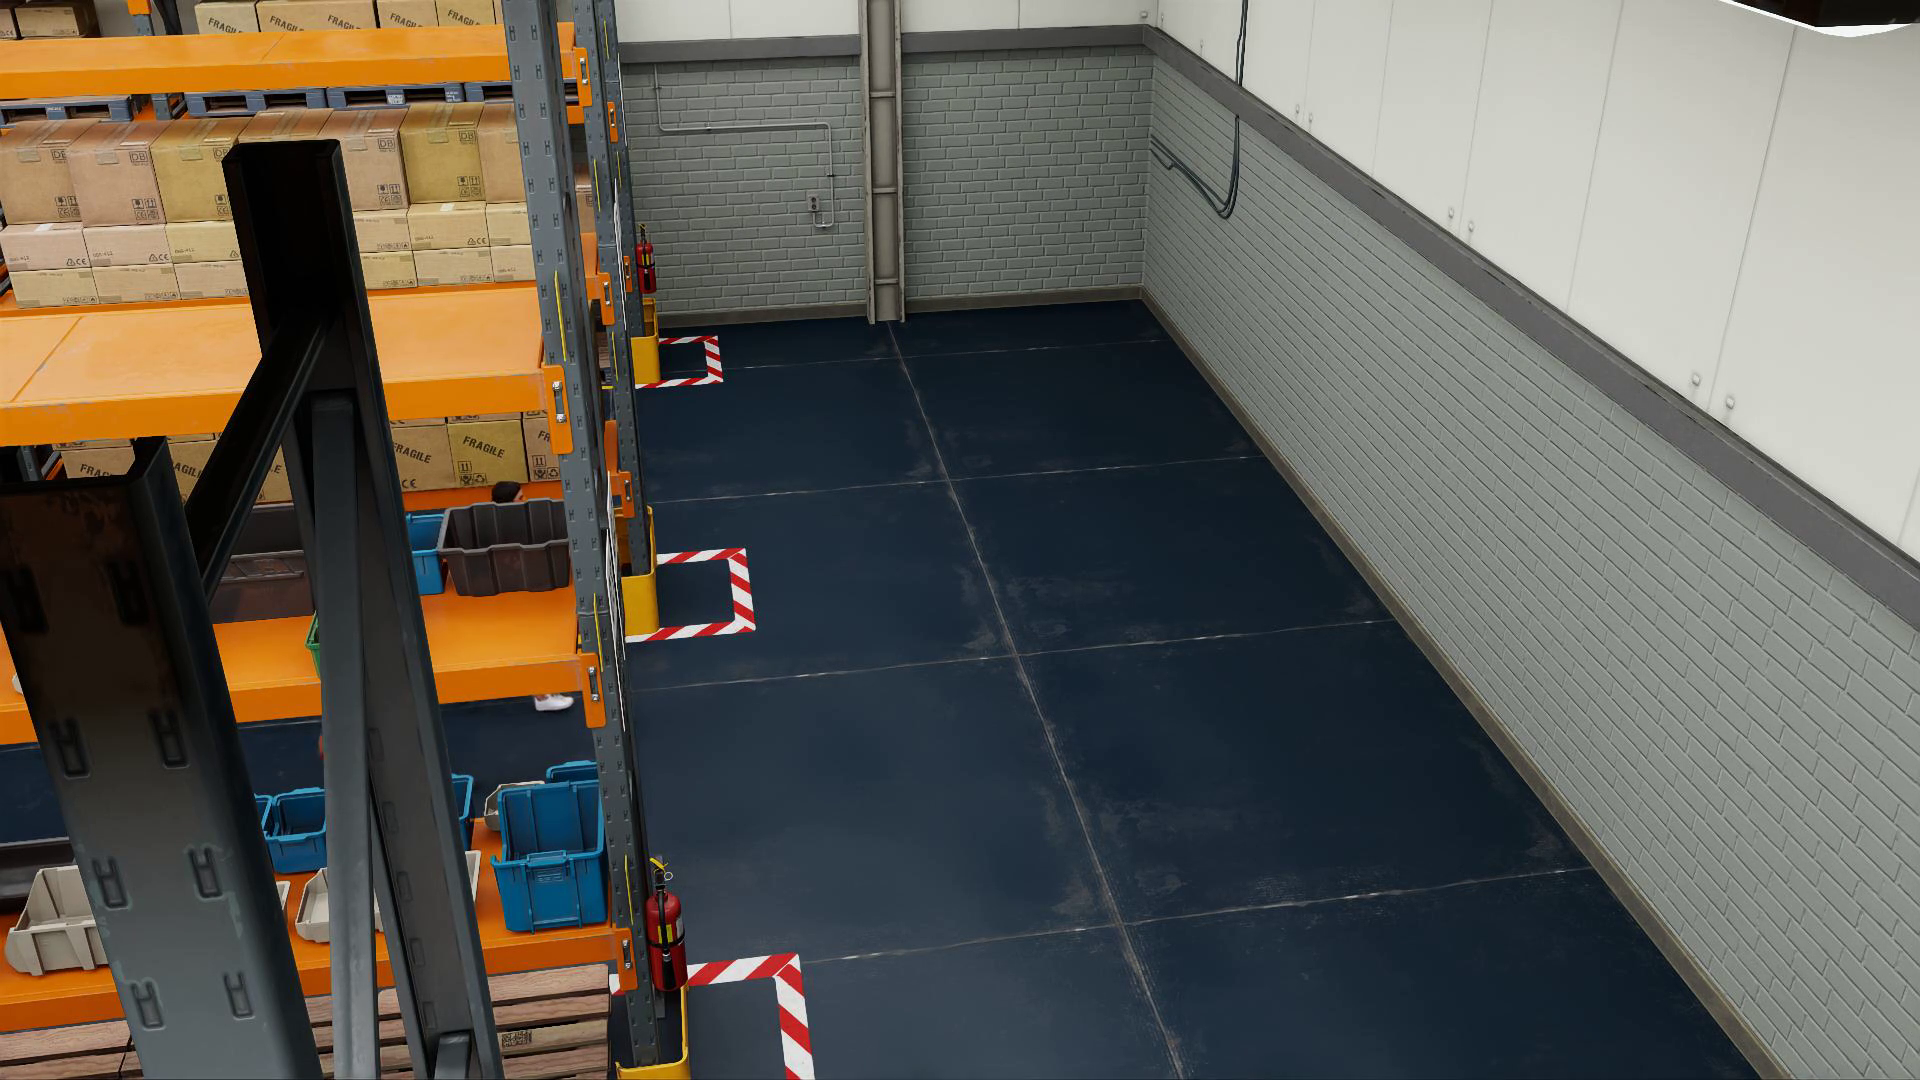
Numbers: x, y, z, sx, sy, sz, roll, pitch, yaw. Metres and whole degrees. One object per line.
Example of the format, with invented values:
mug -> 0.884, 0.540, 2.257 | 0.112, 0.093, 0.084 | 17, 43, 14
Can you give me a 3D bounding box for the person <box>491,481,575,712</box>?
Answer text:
person -> -3.029, 0.415, 11.239 | 0.826, 1.763, 0.589 | -4, 28, -8
